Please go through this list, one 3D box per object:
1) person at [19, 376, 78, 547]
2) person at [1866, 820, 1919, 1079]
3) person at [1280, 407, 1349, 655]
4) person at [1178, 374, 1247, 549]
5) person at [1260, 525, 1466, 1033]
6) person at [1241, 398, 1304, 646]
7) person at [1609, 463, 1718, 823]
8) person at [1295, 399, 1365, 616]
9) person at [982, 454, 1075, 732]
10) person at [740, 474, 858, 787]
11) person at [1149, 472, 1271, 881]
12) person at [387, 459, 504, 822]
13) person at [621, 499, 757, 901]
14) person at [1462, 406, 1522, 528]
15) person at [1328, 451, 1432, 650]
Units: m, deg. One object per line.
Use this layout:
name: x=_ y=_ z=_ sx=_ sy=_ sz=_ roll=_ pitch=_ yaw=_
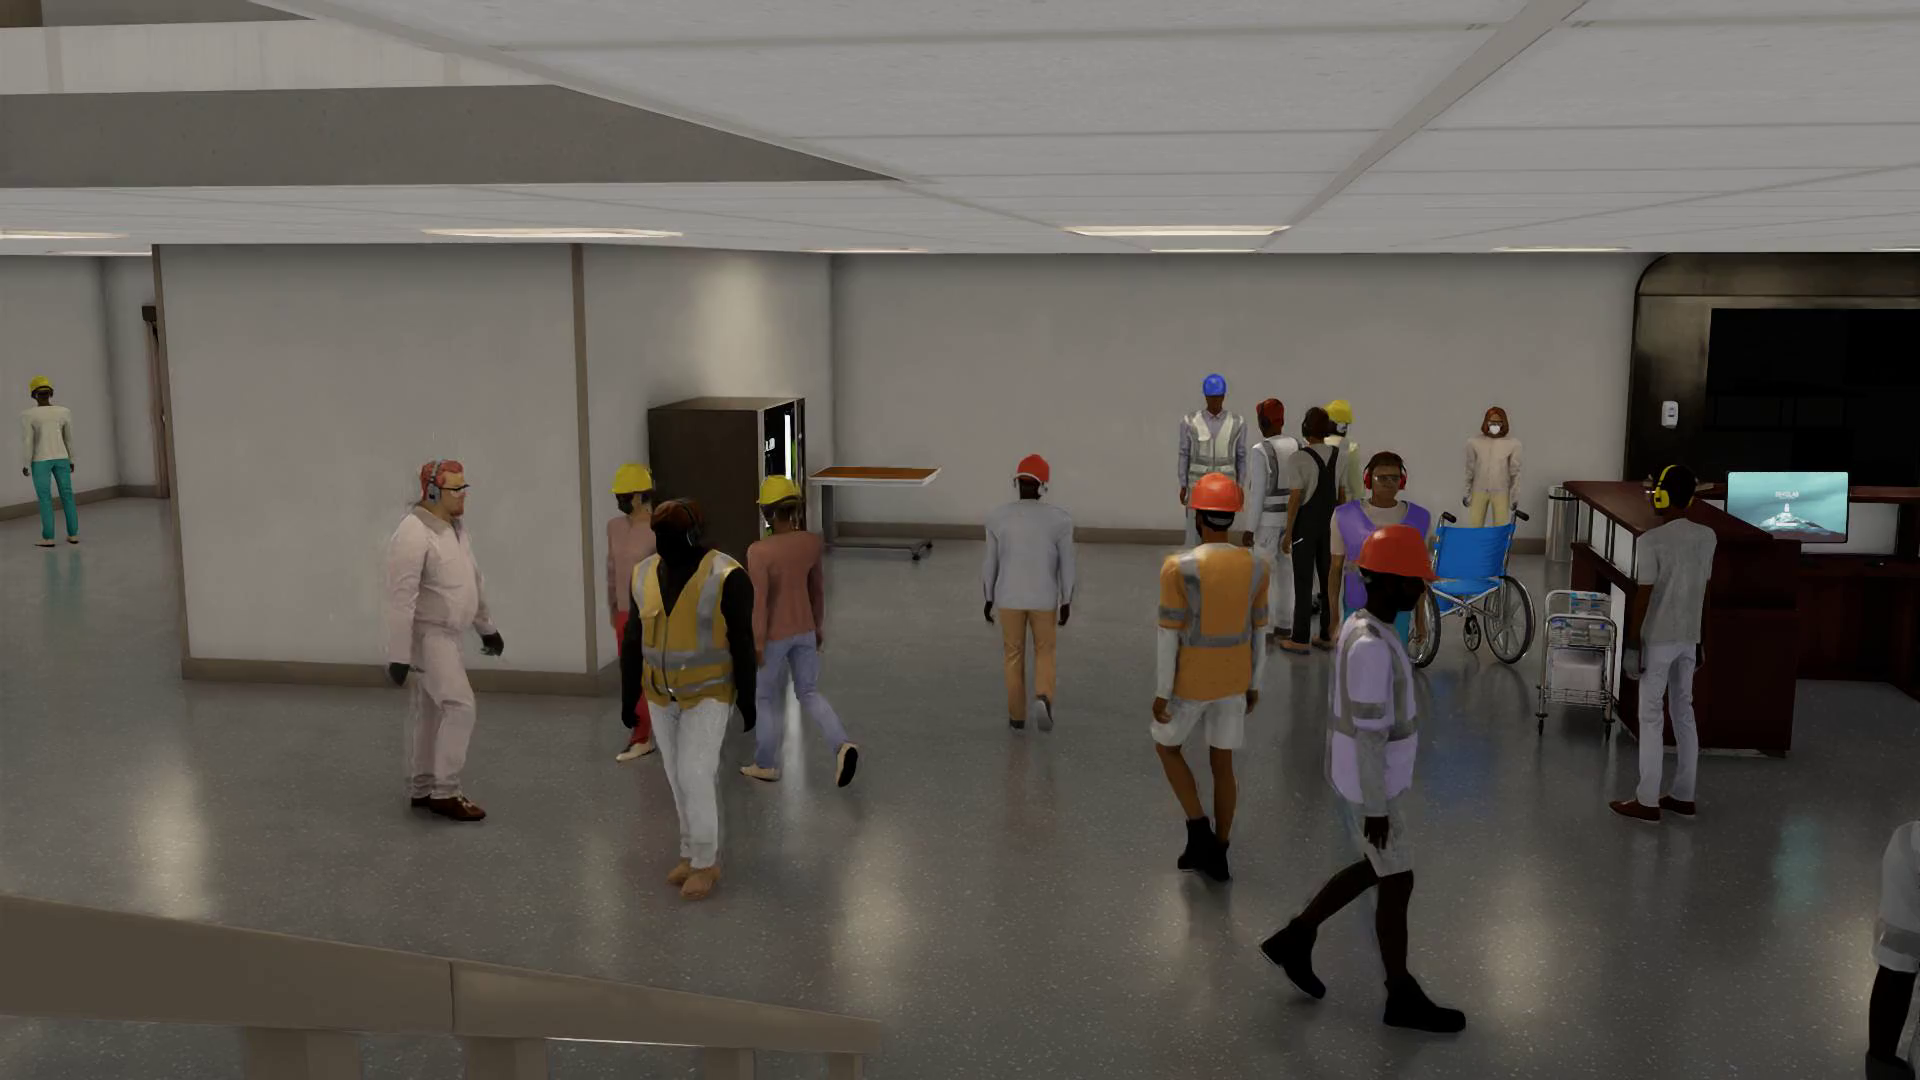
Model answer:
person: x=-9.439 y=-0.814 z=17.215 sx=0.329 sy=1.765 sz=0.533 roll=6 pitch=11 yaw=35
person: x=2.403 y=1.268 z=3.799 sx=0.618 sy=1.953 sz=0.384 roll=6 pitch=11 yaw=34
person: x=2.629 y=-0.069 z=12.363 sx=0.513 sy=1.845 sz=0.340 roll=-4 pitch=10 yaw=-23
person: x=2.220 y=-0.489 z=14.640 sx=0.605 sy=1.948 sz=0.403 roll=1 pitch=9 yaw=4
person: x=1.537 y=0.887 z=6.260 sx=0.745 sy=1.919 sz=0.552 roll=2 pitch=9 yaw=14
person: x=2.372 y=-0.139 z=12.673 sx=0.574 sy=1.887 sz=0.355 roll=-8 pitch=12 yaw=-42
person: x=3.652 y=0.537 z=8.605 sx=0.508 sy=1.858 sz=0.326 roll=-4 pitch=10 yaw=-22
person: x=3.003 y=-0.240 z=13.528 sx=0.427 sy=1.806 sz=0.608 roll=-8 pitch=12 yaw=-41
person: x=0.415 y=0.342 z=10.174 sx=0.566 sy=1.732 sz=0.498 roll=0 pitch=9 yaw=1
person: x=-0.911 y=0.513 z=9.119 sx=0.741 sy=1.746 sz=0.532 roll=9 pitch=13 yaw=43
person: x=1.153 y=0.642 z=7.748 sx=0.574 sy=1.920 sz=0.404 roll=-3 pitch=10 yaw=-17
person: x=-2.655 y=0.518 z=8.641 sx=0.633 sy=1.883 sz=0.680 roll=0 pitch=9 yaw=2
person: x=-1.282 y=0.724 z=7.553 sx=0.664 sy=1.820 sz=0.606 roll=4 pitch=10 yaw=24
person: x=4.830 y=-0.402 z=15.117 sx=0.504 sy=1.627 sz=0.285 roll=5 pitch=10 yaw=27
person: x=2.355 y=0.414 z=9.387 sx=0.567 sy=1.849 sz=0.389 roll=0 pitch=9 yaw=0
